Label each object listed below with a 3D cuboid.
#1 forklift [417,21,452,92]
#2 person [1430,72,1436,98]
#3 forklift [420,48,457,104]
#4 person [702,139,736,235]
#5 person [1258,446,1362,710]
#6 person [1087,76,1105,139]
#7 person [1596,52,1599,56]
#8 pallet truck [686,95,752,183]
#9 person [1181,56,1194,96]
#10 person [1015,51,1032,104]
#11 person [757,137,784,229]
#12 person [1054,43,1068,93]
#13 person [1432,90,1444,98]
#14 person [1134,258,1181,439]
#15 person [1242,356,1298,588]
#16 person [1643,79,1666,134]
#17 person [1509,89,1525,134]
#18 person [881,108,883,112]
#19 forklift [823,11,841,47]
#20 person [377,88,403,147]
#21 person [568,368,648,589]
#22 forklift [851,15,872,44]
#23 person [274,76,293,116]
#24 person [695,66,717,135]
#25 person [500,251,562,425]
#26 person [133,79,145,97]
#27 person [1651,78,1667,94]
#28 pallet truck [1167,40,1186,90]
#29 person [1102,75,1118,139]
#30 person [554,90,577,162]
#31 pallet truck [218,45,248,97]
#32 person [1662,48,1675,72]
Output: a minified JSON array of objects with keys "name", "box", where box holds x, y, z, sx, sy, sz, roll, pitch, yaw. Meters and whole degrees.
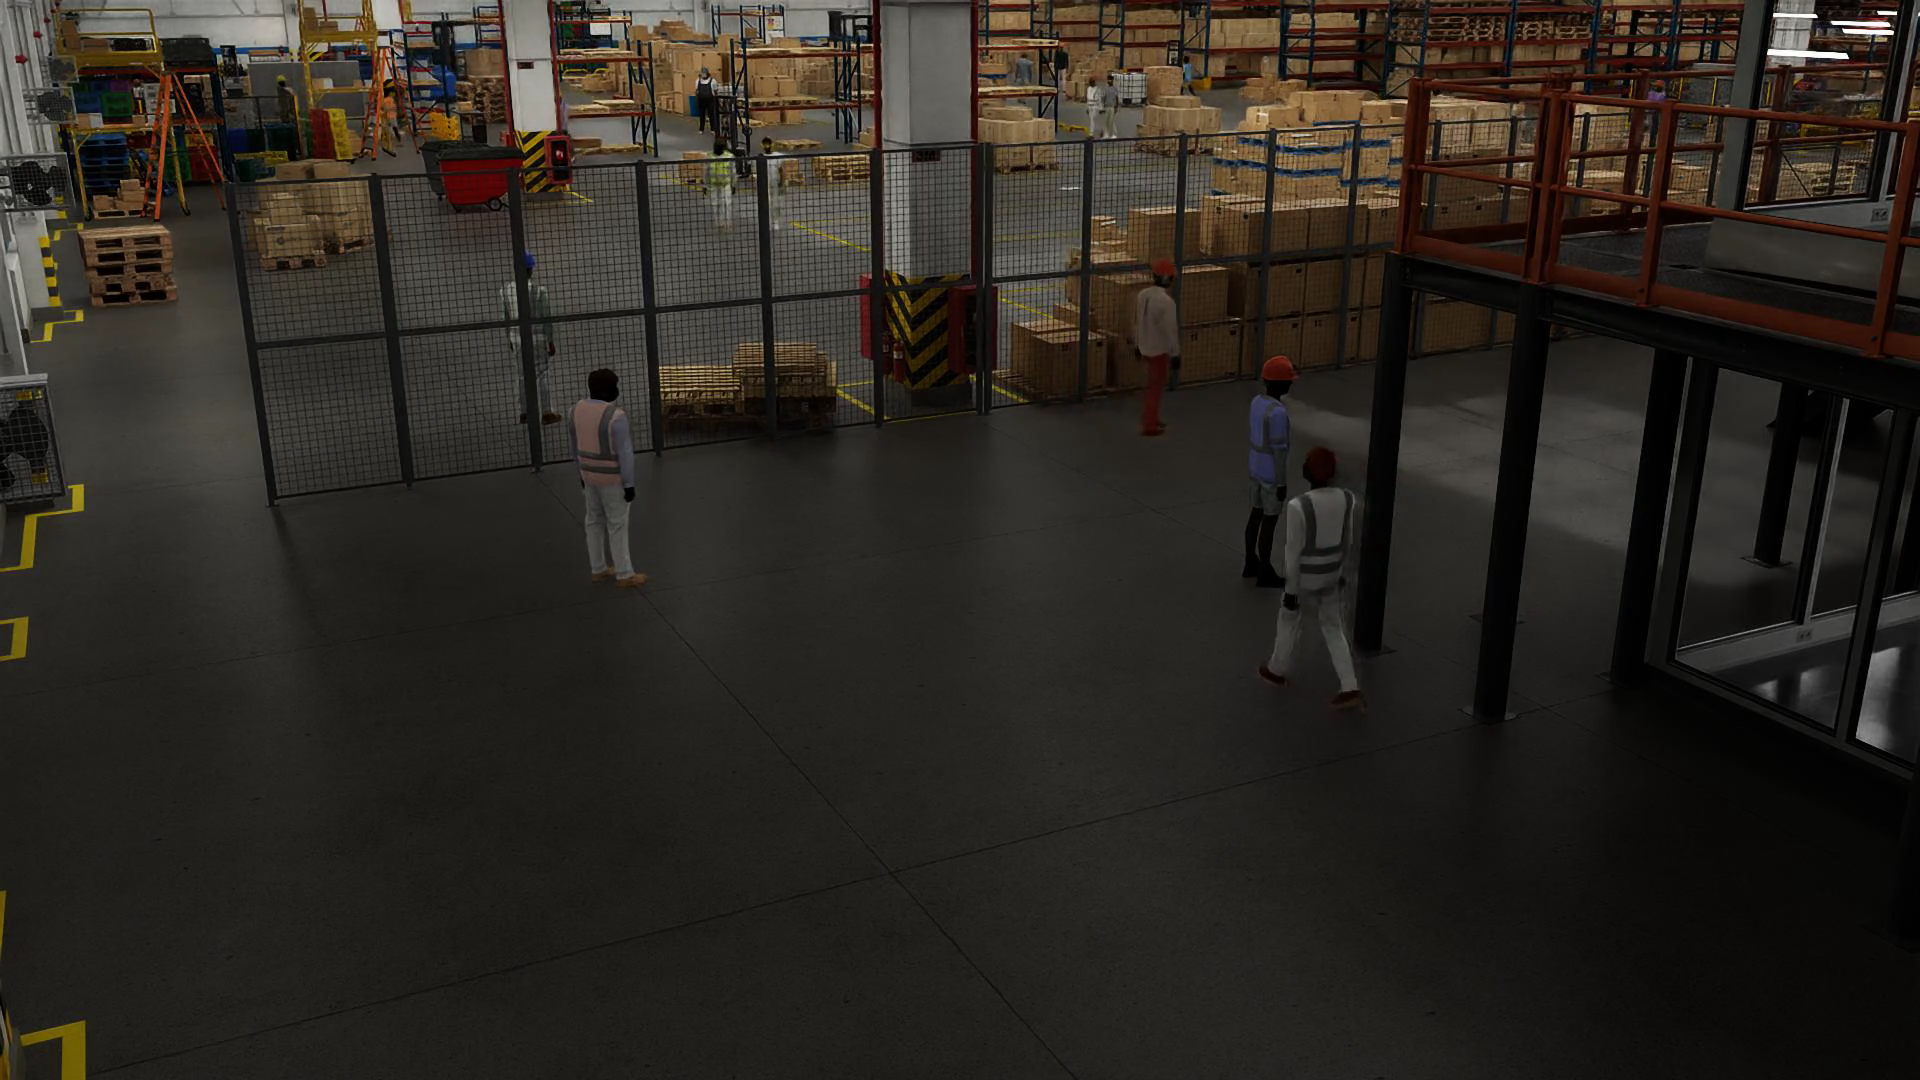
[{"name":"forklift","box":[-21.158,-19.650,67.631,1.129,2.768,1.873,13,23,33]},{"name":"person","box":[15.637,-14.727,55.306,0.524,1.595,0.872,5,20,14]},{"name":"forklift","box":[-19.865,-17.737,62.086,1.873,2.768,1.129,-7,20,-20]},{"name":"person","box":[-4.618,-6.762,31.883,0.641,1.804,0.826,-1,19,-3]},{"name":"person","box":[2.497,0.256,11.505,0.598,1.848,0.960,-9,21,-25]},{"name":"person","box":[4.056,-12.921,49.682,0.830,1.864,0.598,-13,23,-33]},{"name":"person","box":[29.759,-22.749,78.298,0.897,1.768,0.629,12,22,31]},{"name":"pallet truck","box":[-5.836,-9.608,39.856,0.823,1.965,1.885,10,22,27]},{"name":"person","box":[8.739,-17.784,64.078,0.536,1.654,0.882,-17,25,-40]},{"name":"person","box":[2.362,-17.342,62.402,0.663,1.905,0.871,-2,19,-7]},{"name":"person","box":[-3.656,-6.887,32.216,0.516,1.842,0.833,0,19,-1]},{"name":"person","box":[4.111,-19.200,67.662,0.612,1.995,0.393,6,20,18]},{"name":"person","box":[12.915,-11.541,45.554,0.846,1.931,0.636,12,22,31]},{"name":"person","box":[2.208,-2.081,18.070,0.603,1.970,0.647,-9,21,-25]},{"name":"person","box":[2.566,-0.565,13.732,0.355,1.939,0.544,-5,20,-15]},{"name":"person","box":[19.791,-12.185,47.466,0.555,1.912,0.823,1,19,3]},{"name":"person","box":[14.364,-10.688,43.107,0.484,1.916,0.572,-2,19,-7]},{"name":"person","box":[-2.394,-15.698,57.671,0.643,1.889,0.991,-11,22,-28]},{"name":"forklift","box":[-6.255,-24.957,83.015,1.873,2.768,1.129,-9,21,-25]},{"name":"person","box":[-16.353,-12.064,47.491,0.883,1.646,0.539,10,21,27]},{"name":"person","box":[-2.908,-0.507,13.714,0.624,1.841,0.430,13,23,33]},{"name":"forklift","box":[-4.476,-22.551,76.041,1.129,2.768,1.873,-10,21,-26]},{"name":"person","box":[-19.895,-12.649,48.819,0.885,1.891,0.610,8,21,22]},{"name":"person","box":[-7.783,-13.462,50.961,0.683,2.000,0.538,2,19,5]},{"name":"person","box":[-4.806,-2.251,18.600,0.605,1.951,0.380,6,20,16]},{"name":"person","box":[-25.346,-13.404,51.418,0.524,1.632,0.313,6,20,17]},{"name":"person","box":[23.076,-14.641,55.024,0.402,1.618,0.517,-13,23,-33]},{"name":"pallet truck","box":[9.045,-19.971,69.895,0.823,1.965,1.885,-3,19,-8]},{"name":"person","box":[4.519,-12.976,49.838,0.504,1.859,0.338,13,23,34]},{"name":"person","box":[-10.434,-10.831,43.568,0.594,1.896,0.901,9,21,25]},{"name":"pallet truck","box":[-28.879,-18.665,66.111,0.823,1.965,1.885,-3,19,-9]},{"name":"person","box":[32.423,-21.980,76.206,0.531,1.672,0.512,16,25,38]}]
